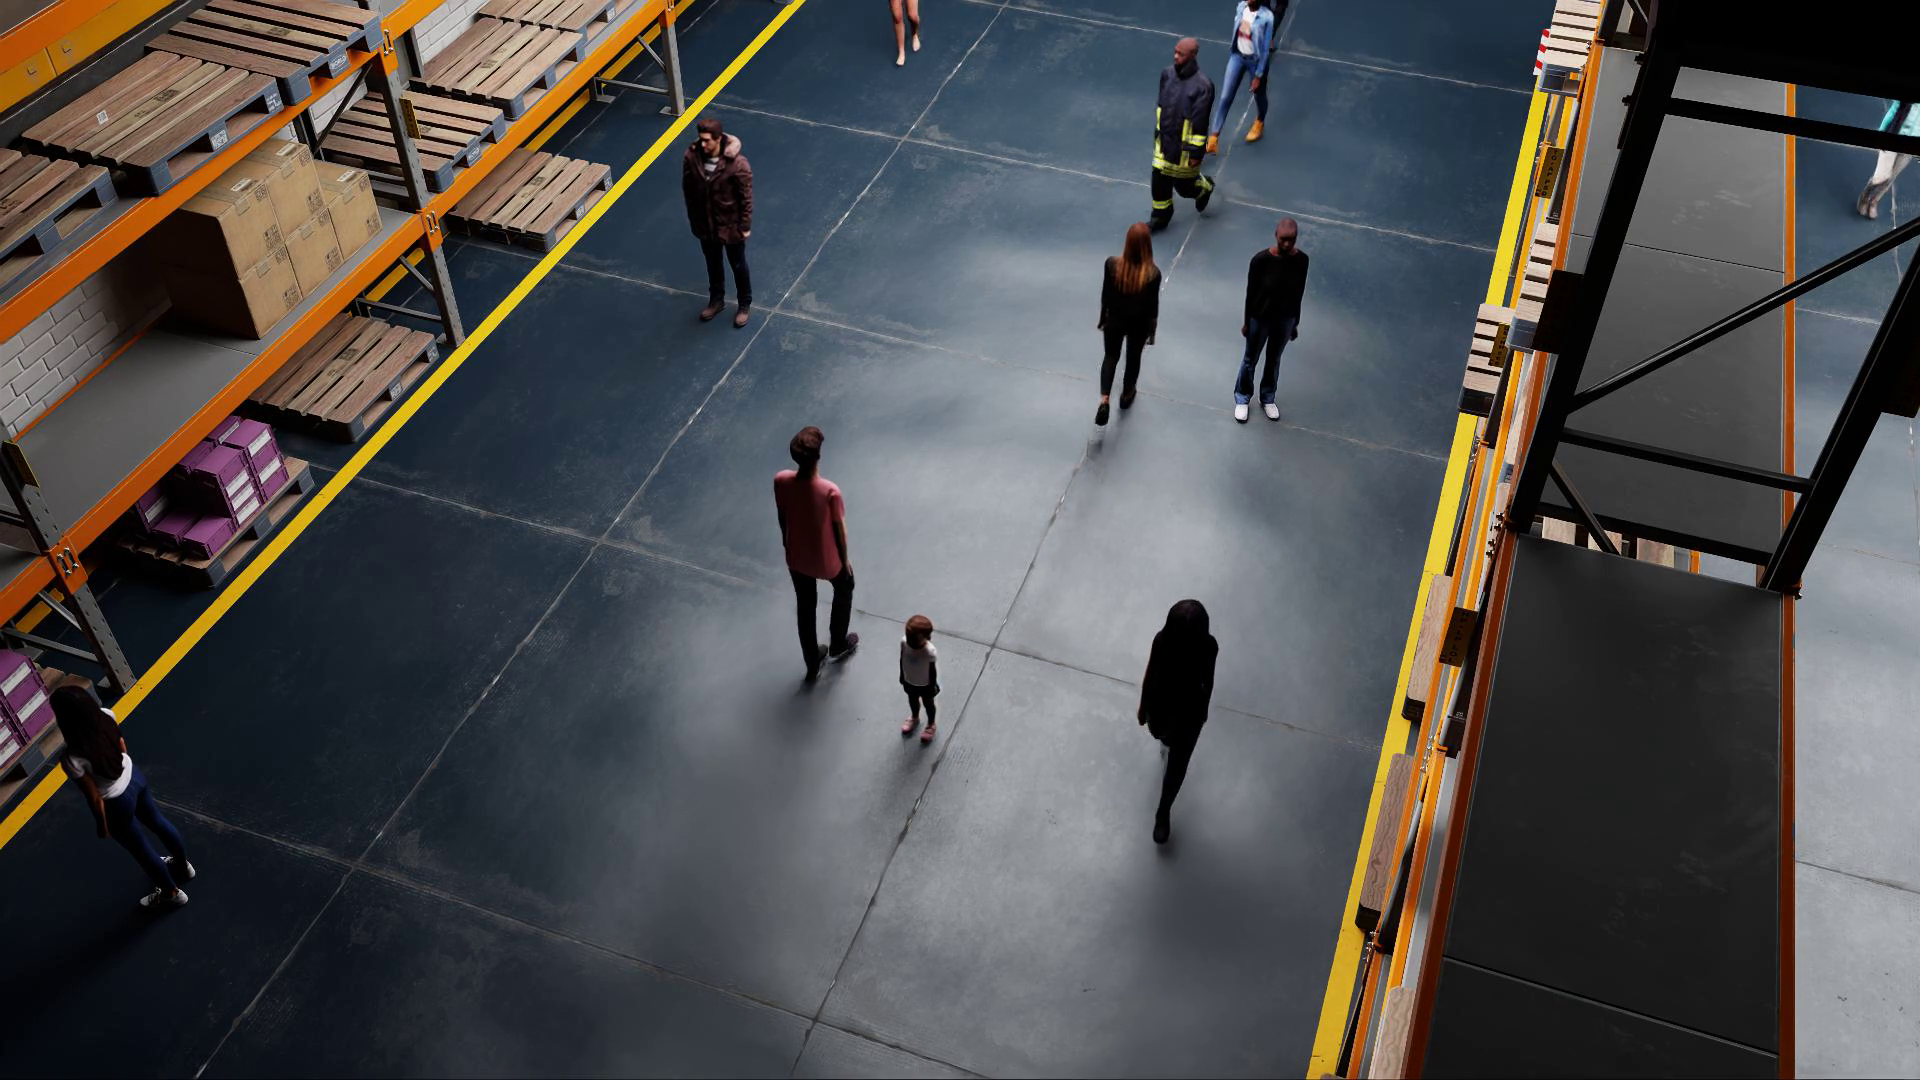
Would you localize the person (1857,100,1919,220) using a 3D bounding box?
[{"bbox_3d":[8.264,-3.526,14.631,0.622,1.490,0.632,6,44,6],"label":"person"}]

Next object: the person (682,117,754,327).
[{"bbox_3d":[-1.921,-2.574,13.372,0.731,1.847,0.624,15,46,15],"label":"person"}]

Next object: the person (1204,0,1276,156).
[{"bbox_3d":[2.741,-4.399,15.418,0.943,1.668,1.253,33,52,29],"label":"person"}]

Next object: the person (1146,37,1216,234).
[{"bbox_3d":[1.957,-3.506,14.382,1.153,1.805,0.993,-34,53,-30],"label":"person"}]

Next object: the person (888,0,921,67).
[{"bbox_3d":[-0.577,-5.639,16.685,0.689,1.717,0.748,3,44,3],"label":"person"}]

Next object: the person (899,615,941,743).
[{"bbox_3d":[-0.250,0.841,10.388,0.448,1.020,0.468,24,49,23],"label":"person"}]

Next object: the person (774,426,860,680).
[{"bbox_3d":[-0.948,0.166,10.427,0.664,1.943,0.680,11,45,12],"label":"person"}]

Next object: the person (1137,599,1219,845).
[{"bbox_3d":[1.272,0.925,9.798,0.704,1.711,1.165,7,44,7],"label":"person"}]

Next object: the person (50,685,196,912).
[{"bbox_3d":[-4.645,1.422,9.230,0.702,1.775,0.547,2,44,3],"label":"person"}]

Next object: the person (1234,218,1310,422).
[{"bbox_3d":[2.335,-1.675,12.500,0.673,1.749,0.668,-3,44,-3],"label":"person"}]

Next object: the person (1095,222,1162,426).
[{"bbox_3d":[1.219,-1.577,12.435,0.612,1.696,0.917,14,45,14],"label":"person"}]
